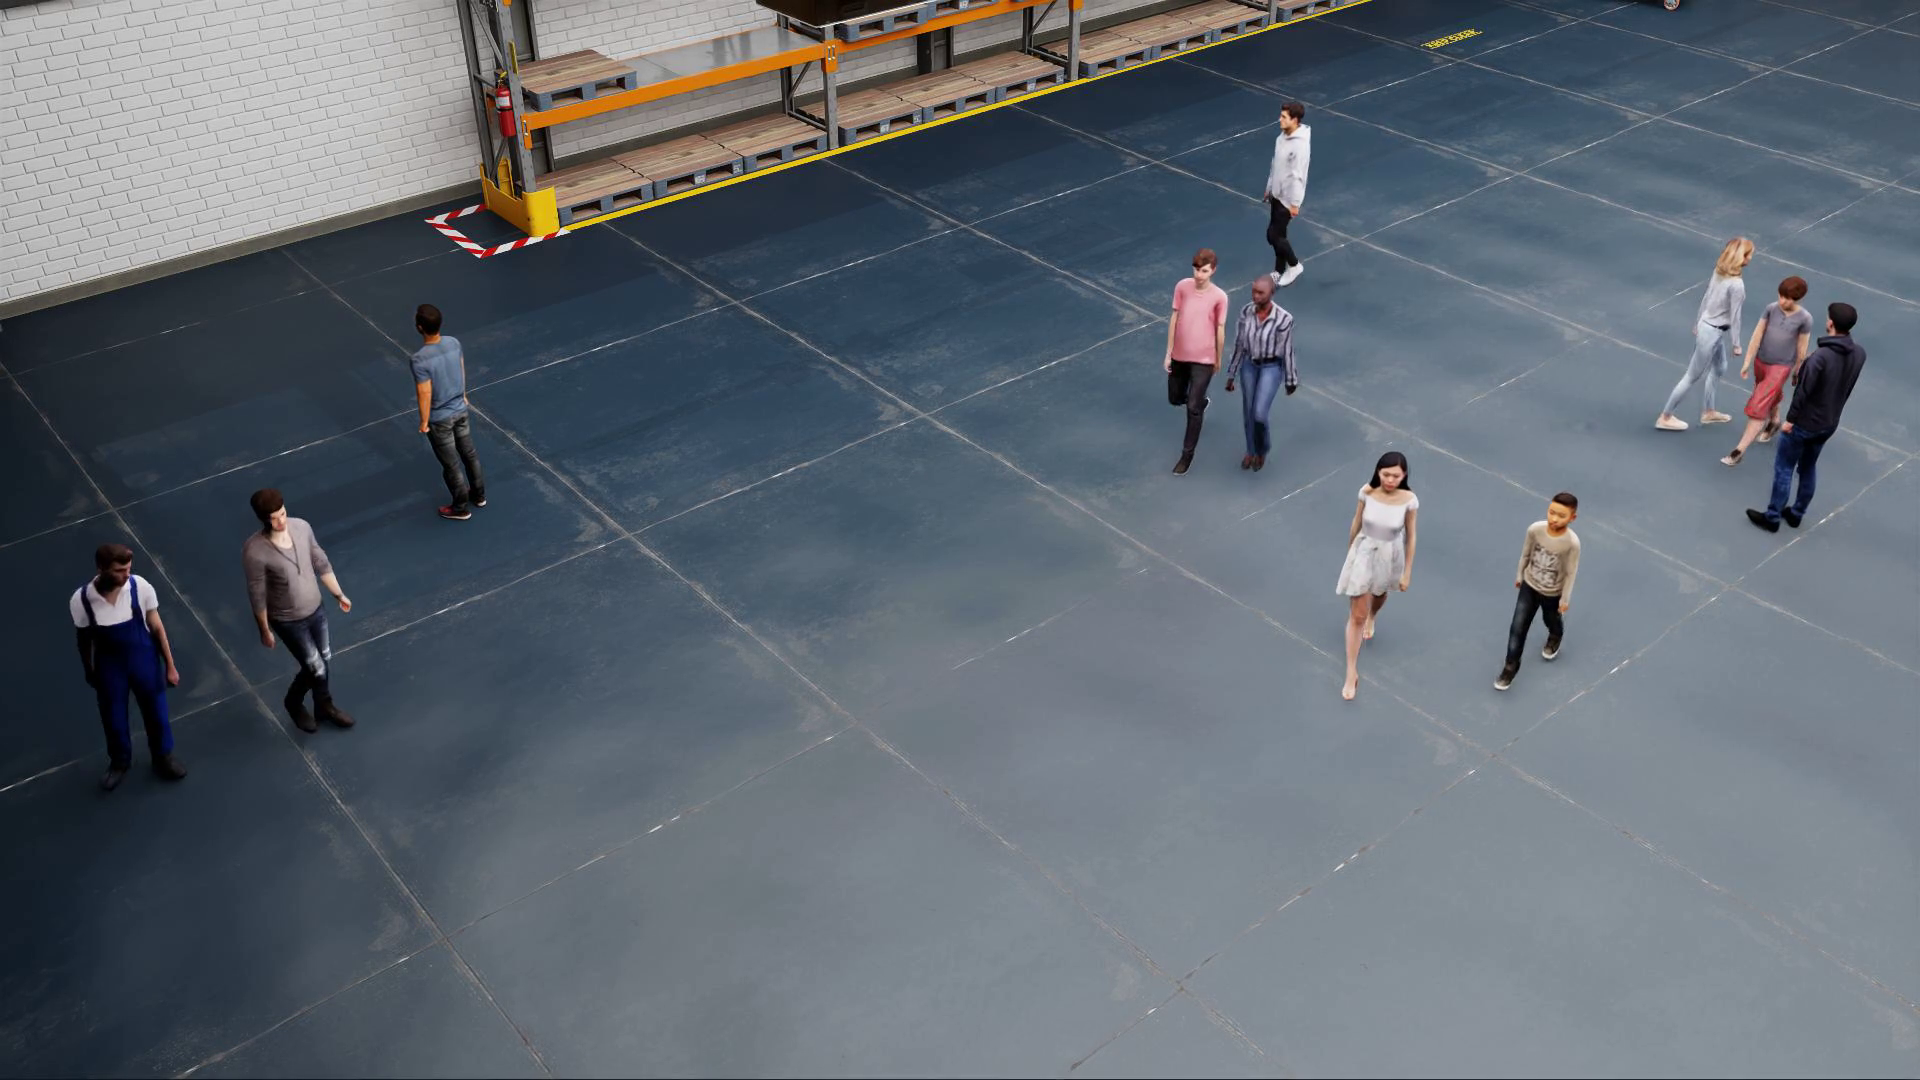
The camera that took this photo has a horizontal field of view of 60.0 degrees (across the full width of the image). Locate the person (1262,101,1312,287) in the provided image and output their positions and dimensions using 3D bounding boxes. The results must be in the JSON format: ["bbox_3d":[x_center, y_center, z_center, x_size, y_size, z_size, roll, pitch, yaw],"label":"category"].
[{"bbox_3d":[3.308,-3.394,16.430,0.857,1.915,0.830,-8,34,-12],"label":"person"}]

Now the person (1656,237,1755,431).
[{"bbox_3d":[6.231,-1.697,14.007,0.970,1.771,0.913,4,34,5],"label":"person"}]

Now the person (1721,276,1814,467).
[{"bbox_3d":[6.775,-1.441,13.775,1.216,1.601,0.655,-22,40,-30],"label":"person"}]

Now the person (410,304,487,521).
[{"bbox_3d":[-3.990,-1.001,12.924,0.781,1.810,0.628,15,37,22],"label":"person"}]

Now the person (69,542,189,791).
[{"bbox_3d":[-5.166,0.762,10.275,0.694,1.808,0.925,-8,34,-12],"label":"person"}]

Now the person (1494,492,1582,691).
[{"bbox_3d":[4.010,0.296,11.306,0.701,1.442,1.056,23,40,30],"label":"person"}]

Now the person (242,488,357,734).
[{"bbox_3d":[-4.328,0.445,10.679,0.913,1.887,0.810,13,36,18],"label":"person"}]

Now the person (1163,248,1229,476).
[{"bbox_3d":[1.948,-1.522,13.594,0.834,1.937,1.104,19,38,26],"label":"person"}]

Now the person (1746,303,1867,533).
[{"bbox_3d":[6.539,-0.911,12.725,0.645,1.881,0.808,-12,35,-17],"label":"person"}]

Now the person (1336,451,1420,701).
[{"bbox_3d":[2.842,0.139,11.296,1.046,1.714,1.266,10,35,14],"label":"person"}]

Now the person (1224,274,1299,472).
[{"bbox_3d":[2.479,-1.373,13.518,0.788,1.772,0.784,21,39,28],"label":"person"}]
